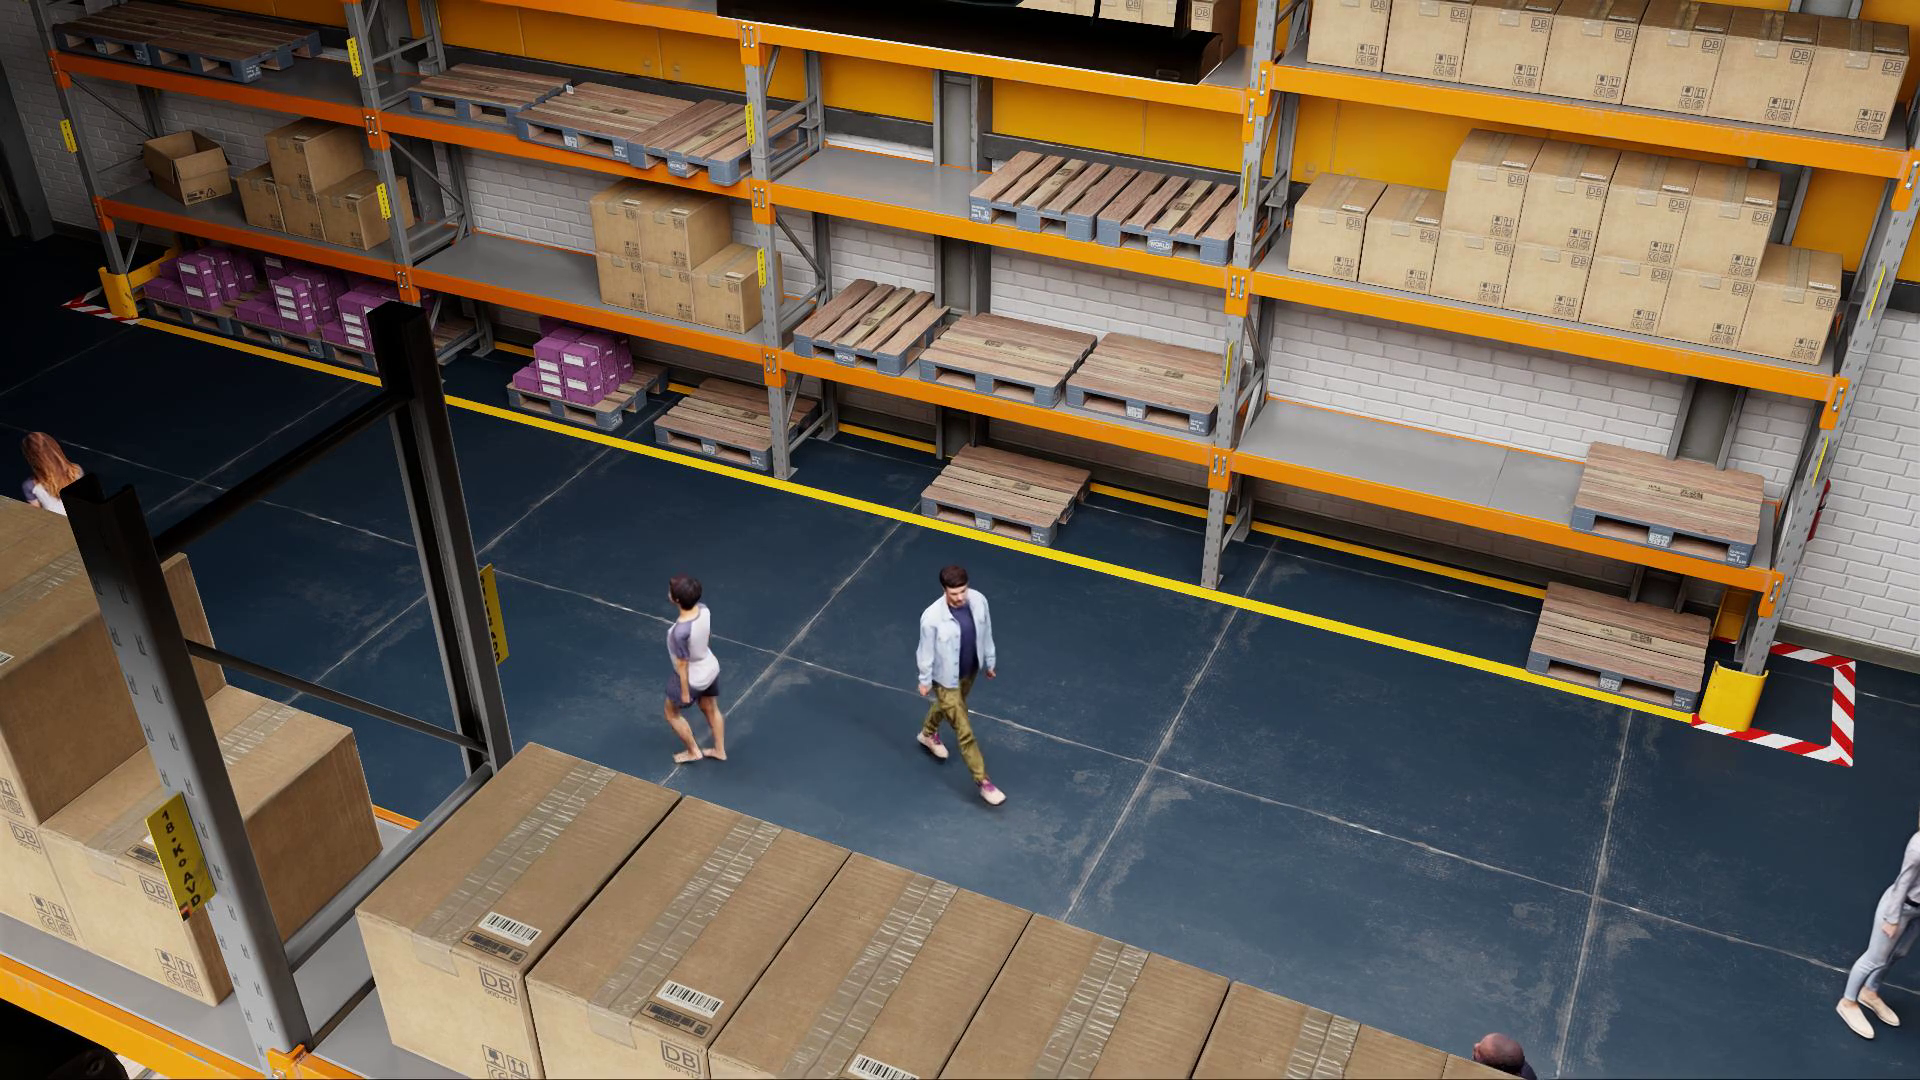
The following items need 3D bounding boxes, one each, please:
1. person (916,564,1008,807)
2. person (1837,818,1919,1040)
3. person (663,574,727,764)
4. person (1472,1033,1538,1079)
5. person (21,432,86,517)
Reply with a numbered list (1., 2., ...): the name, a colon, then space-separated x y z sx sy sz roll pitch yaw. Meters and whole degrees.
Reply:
1. person: -0.085 0.871 11.187 1.060 1.755 1.318 -26 41 -33
2. person: 5.335 2.064 9.355 0.660 1.797 0.703 -14 36 -20
3. person: -1.740 0.918 11.304 0.583 1.549 0.593 12 36 18
4. person: 2.501 3.057 7.880 1.224 1.775 0.919 25 41 32
5. person: -6.726 -0.050 12.600 0.644 1.725 0.656 28 42 35
